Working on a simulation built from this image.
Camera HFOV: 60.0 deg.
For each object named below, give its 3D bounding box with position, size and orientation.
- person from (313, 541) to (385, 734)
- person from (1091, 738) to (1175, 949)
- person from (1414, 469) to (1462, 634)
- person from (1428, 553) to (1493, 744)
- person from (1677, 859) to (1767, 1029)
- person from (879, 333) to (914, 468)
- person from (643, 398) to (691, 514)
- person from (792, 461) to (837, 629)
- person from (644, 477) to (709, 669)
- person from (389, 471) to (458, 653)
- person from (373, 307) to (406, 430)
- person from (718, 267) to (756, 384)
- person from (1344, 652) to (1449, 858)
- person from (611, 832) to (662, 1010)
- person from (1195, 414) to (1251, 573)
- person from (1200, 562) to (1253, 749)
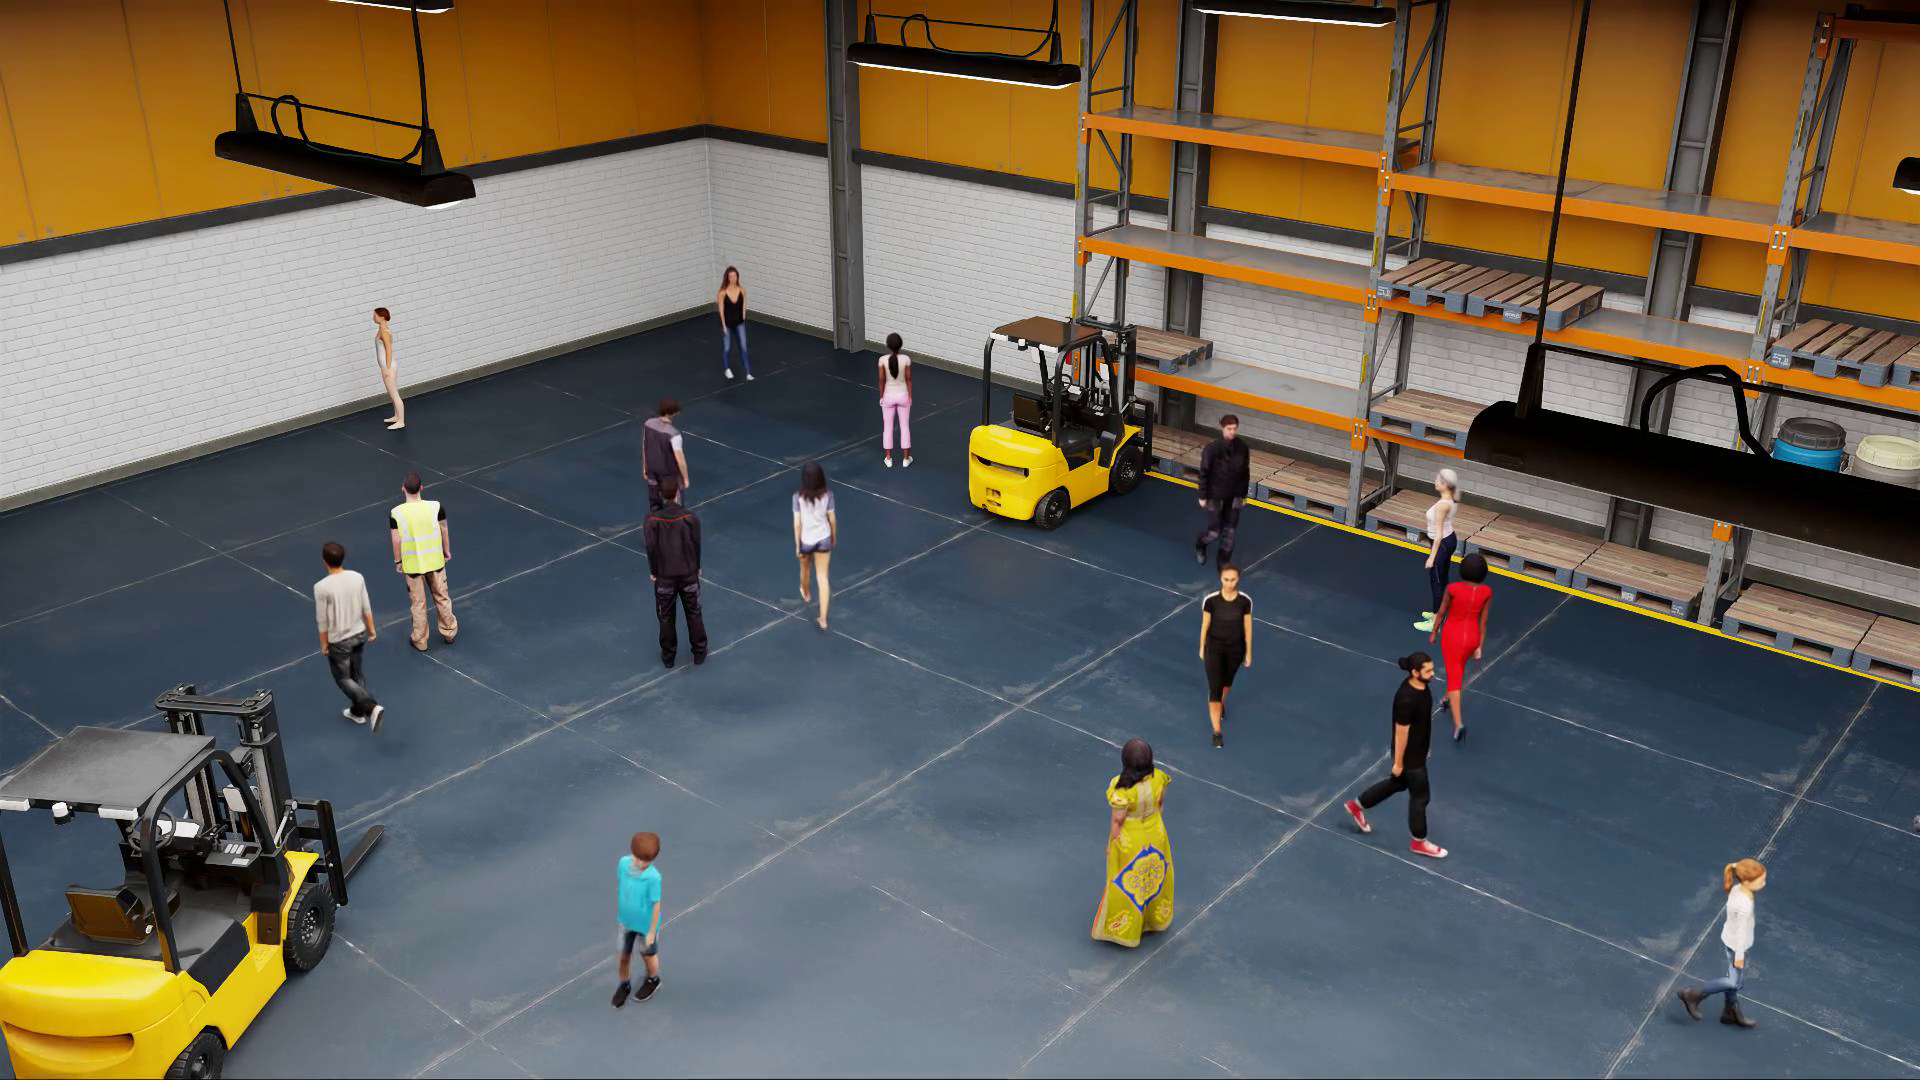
[{"bbox_3d":[-5.386,0.888,14.714,0.947,1.796,0.667,17,29,34],"label":"person"},{"bbox_3d":[1.266,2.159,11.976,0.950,1.660,0.910,-14,27,-29],"label":"person"},{"bbox_3d":[4.823,0.094,16.646,0.568,1.703,0.636,14,27,29],"label":"person"},{"bbox_3d":[4.414,0.972,14.640,1.070,1.702,1.106,-1,24,-1],"label":"person"},{"bbox_3d":[5.158,2.707,11.164,0.811,1.306,0.643,8,25,17],"label":"person"},{"bbox_3d":[-0.803,-1.763,20.843,0.637,1.745,0.707,0,24,-1],"label":"person"},{"bbox_3d":[-3.314,-0.720,18.372,0.689,1.813,0.971,6,24,13],"label":"person"},{"bbox_3d":[-1.439,0.080,16.715,1.042,1.673,1.225,-6,24,-14],"label":"person"},{"bbox_3d":[-2.710,0.307,15.898,0.778,1.912,0.814,-4,24,-10],"label":"person"},{"bbox_3d":[-5.246,0.197,16.231,0.803,1.846,0.823,-13,27,-28],"label":"person"},{"bbox_3d":[-7.633,-2.312,22.225,0.669,1.644,0.545,-11,26,-23],"label":"person"},{"bbox_3d":[-3.311,-3.115,24.016,0.884,1.680,1.106,-9,25,-20],"label":"person"},{"bbox_3d":[3.459,1.639,13.065,1.164,1.741,0.842,10,25,21],"label":"person"},{"bbox_3d":[-2.188,2.552,11.383,0.654,1.415,0.730,15,28,31],"label":"person"},{"bbox_3d":[2.810,-0.510,17.875,0.912,1.825,0.971,-7,25,-15],"label":"person"},{"bbox_3d":[2.355,0.944,14.796,1.091,1.627,1.067,2,24,4],"label":"person"}]
